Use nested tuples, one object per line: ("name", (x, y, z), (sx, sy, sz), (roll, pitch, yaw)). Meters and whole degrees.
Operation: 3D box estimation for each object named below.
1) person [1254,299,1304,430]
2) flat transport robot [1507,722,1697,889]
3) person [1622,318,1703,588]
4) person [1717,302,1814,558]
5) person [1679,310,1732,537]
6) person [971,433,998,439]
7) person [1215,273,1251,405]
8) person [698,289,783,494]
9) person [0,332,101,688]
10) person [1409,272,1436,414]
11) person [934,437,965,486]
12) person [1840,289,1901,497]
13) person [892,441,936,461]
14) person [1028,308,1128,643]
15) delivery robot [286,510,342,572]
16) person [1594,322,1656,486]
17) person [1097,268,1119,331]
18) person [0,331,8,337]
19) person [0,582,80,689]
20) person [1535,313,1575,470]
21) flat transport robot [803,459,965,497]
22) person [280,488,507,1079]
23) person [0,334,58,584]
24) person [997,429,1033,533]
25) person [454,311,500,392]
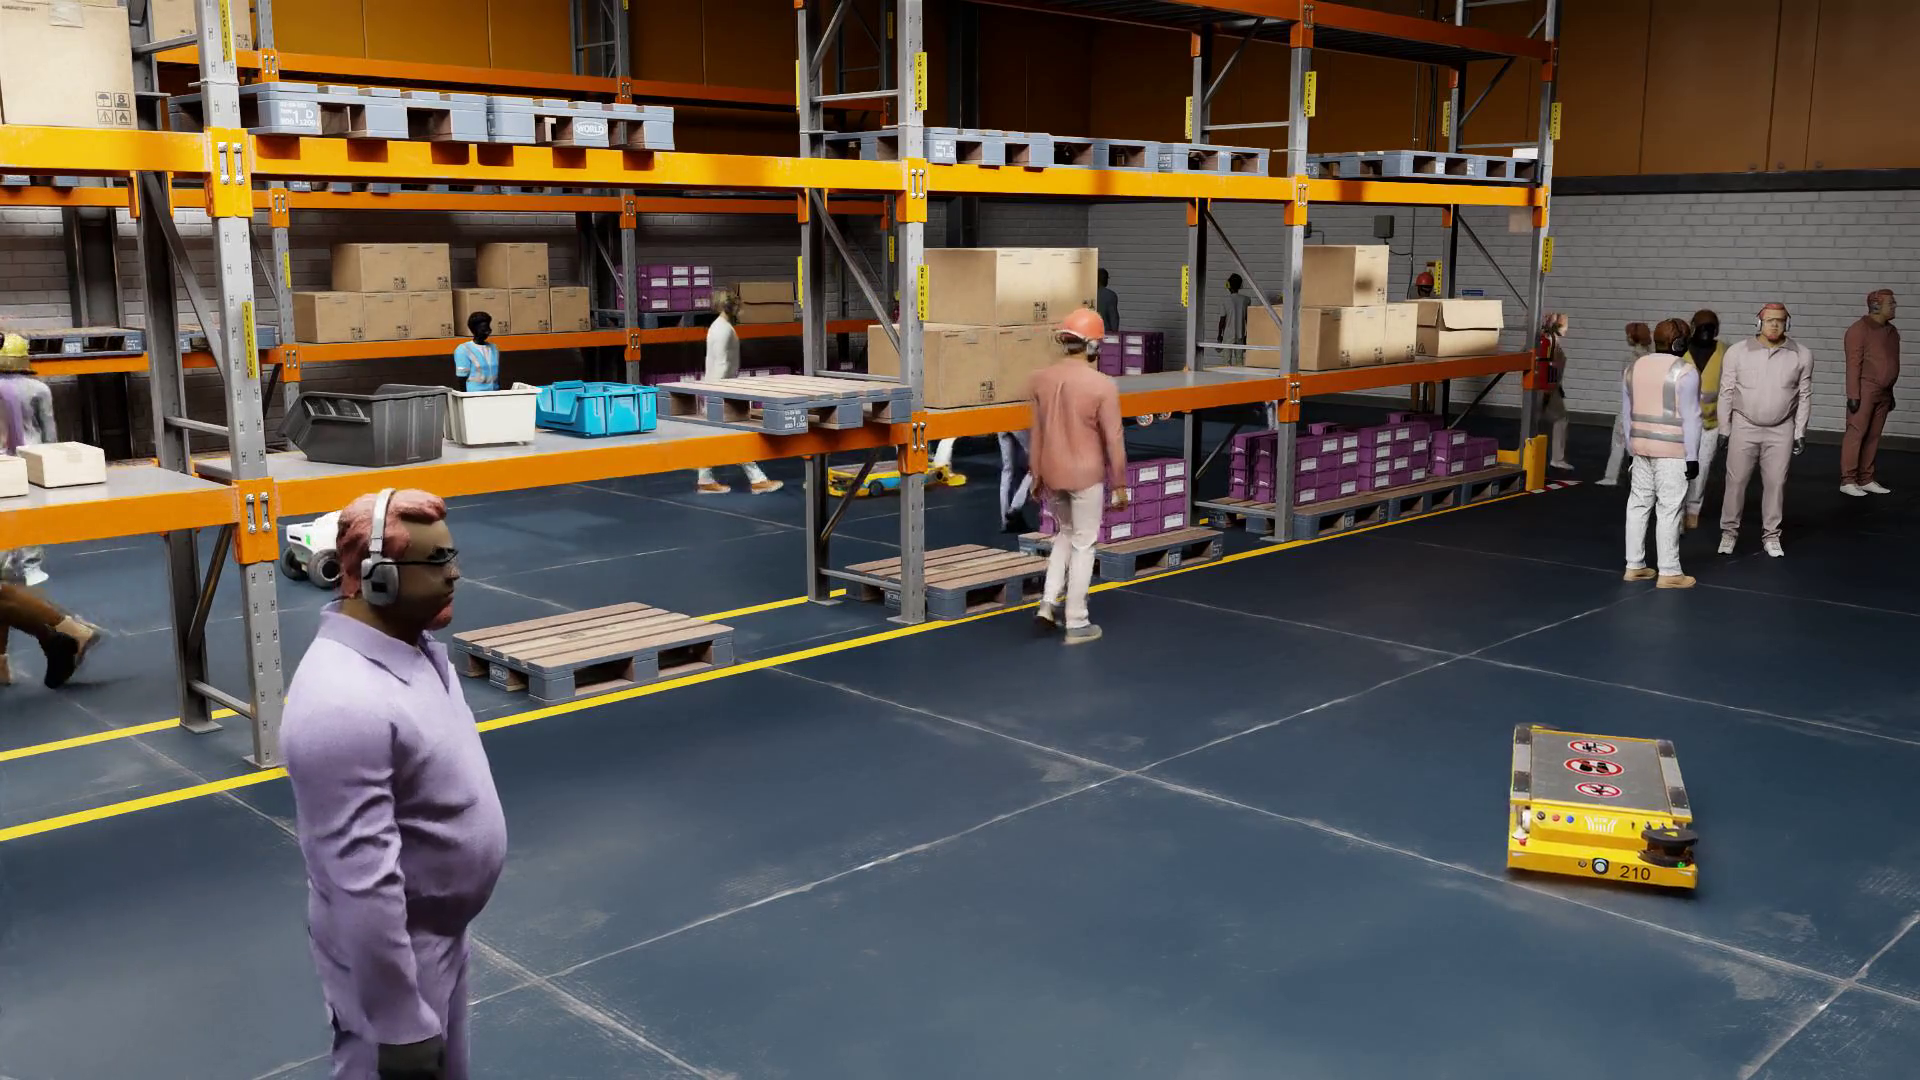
("person", (3.032, -1.323, 15.468), (0.701, 1.836, 0.556), (-7, 13, -35))
("flat transport robot", (2.593, 1.042, 6.788), (0.652, 0.197, 1.431), (3, 11, 19))
("person", (4.843, -0.596, 11.439), (0.430, 1.845, 0.620), (-5, 11, -24))
("person", (6.027, -0.824, 12.491), (0.642, 1.913, 0.409), (3, 11, 17))
("person", (5.969, -0.949, 13.462), (0.650, 1.809, 0.793), (3, 11, 17))
("person", (0.335, -2.076, 19.718), (0.525, 1.769, 0.308), (-9, 14, -42))
("person", (3.882, -2.851, 23.659), (0.532, 1.871, 0.321), (-3, 11, -17))
("person", (-2.051, -1.364, 15.463), (0.916, 1.900, 0.657), (-2, 11, -11))
("person", (-5.035, -0.196, 8.809), (0.693, 2.016, 0.612), (-3, 11, -17))
("person", (5.920, -2.453, 21.303), (0.545, 1.938, 0.360), (-2, 11, -13))
("person", (-0.112, -1.350, 16.190), (0.457, 1.606, 0.696), (-2, 11, -11))
("person", (8.474, -1.365, 15.439), (0.641, 1.913, 0.407), (-6, 12, -30))
("person", (-0.457, -1.760, 17.585), (0.618, 1.914, 0.600), (-5, 12, -26))
("person", (0.710, -0.373, 9.839), (0.642, 1.978, 0.441), (10, 14, 42))
("delivery robot", (-4.296, -0.030, 11.605), (0.477, 0.478, 0.707), (10, 14, 42))
("person", (6.483, -1.260, 15.758), (0.507, 1.601, 0.824), (-7, 13, -34))
("person", (2.003, -2.911, 23.796), (0.627, 1.941, 0.370), (8, 13, 36))
("person", (-8.196, -1.122, 14.062), (0.361, 1.930, 0.588), (1, 10, 6))
("person", (-5.026, -0.073, 8.428), (0.556, 1.900, 0.891), (6, 12, 29))
("person", (6.100, -1.516, 17.065), (0.636, 1.612, 0.508), (0, 10, 0))
("flat transport robot", (-0.710, -0.597, 15.731), (1.431, 0.197, 0.652), (-8, 13, -37))
("person", (-1.142, 0.835, 3.488), (0.395, 1.903, 0.674), (-2, 10, -8))
("person", (-6.526, -0.553, 11.520), (0.491, 1.732, 0.409), (-2, 11, -9))
("person", (0.480, -0.918, 13.425), (0.388, 1.751, 0.541), (-10, 14, -43))
("person", (-4.543, -1.320, 15.781), (0.320, 1.697, 0.531), (6, 12, 30))
